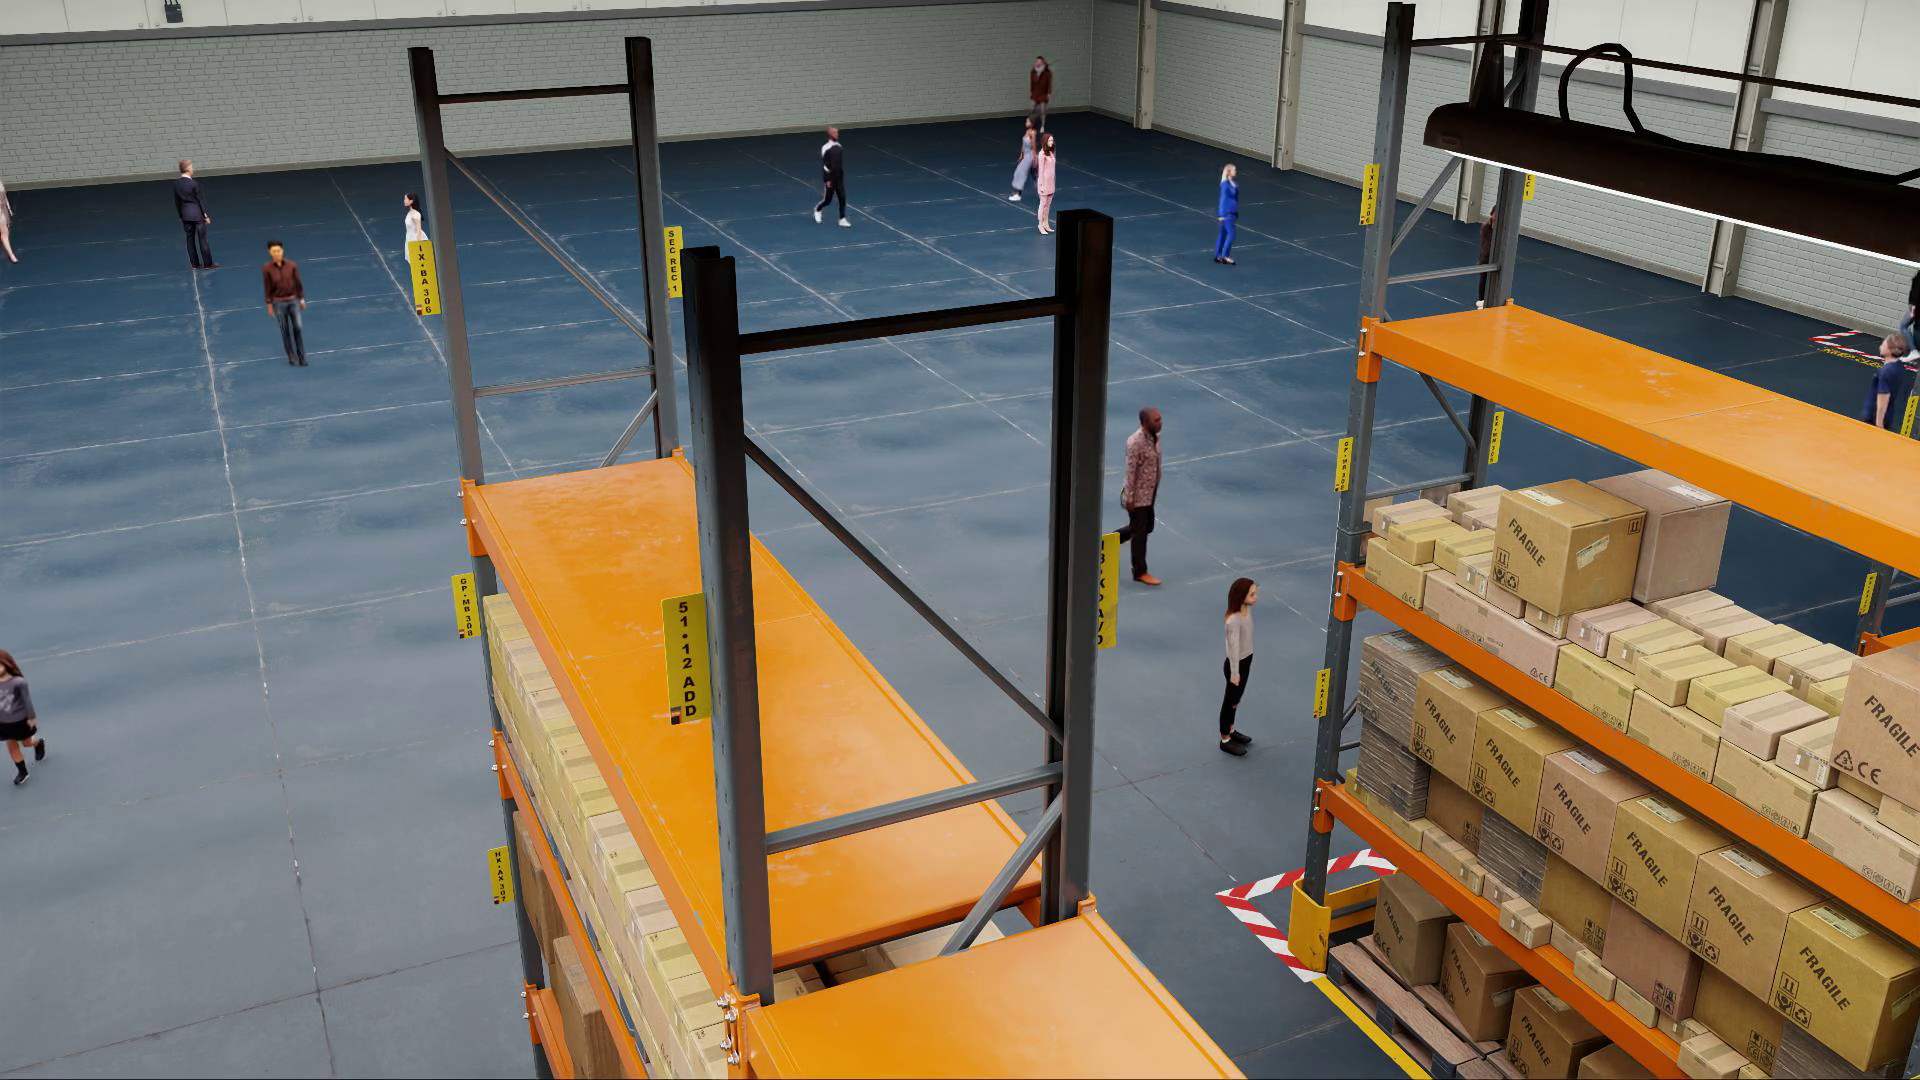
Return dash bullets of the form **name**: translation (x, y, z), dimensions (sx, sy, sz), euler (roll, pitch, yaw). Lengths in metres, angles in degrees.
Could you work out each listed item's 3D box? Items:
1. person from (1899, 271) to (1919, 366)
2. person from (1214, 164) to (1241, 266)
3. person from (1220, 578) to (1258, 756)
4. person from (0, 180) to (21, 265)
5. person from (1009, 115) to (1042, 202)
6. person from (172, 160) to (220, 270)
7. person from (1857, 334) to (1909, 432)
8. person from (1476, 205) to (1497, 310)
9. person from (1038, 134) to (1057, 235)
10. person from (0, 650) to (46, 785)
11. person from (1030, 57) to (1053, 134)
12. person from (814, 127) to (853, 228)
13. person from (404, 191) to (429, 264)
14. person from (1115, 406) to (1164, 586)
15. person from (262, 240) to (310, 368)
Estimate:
- **person**: translation (13.259, -3.189, 22.818), dimensions (0.552, 1.634, 0.591), euler (-11, 25, -24)
- **person**: translation (4.449, -5.532, 28.259), dimensions (0.825, 1.688, 0.775), euler (11, 26, 25)
- **person**: translation (2.197, 0.981, 13.203), dimensions (0.674, 1.485, 0.620), euler (9, 25, 20)
- **person**: translation (-16.420, -5.569, 28.294), dimensions (1.040, 1.728, 1.007), euler (7, 24, 16)
- **person**: translation (1.482, -7.583, 33.123), dimensions (0.836, 1.655, 1.132), euler (-4, 23, -9)
- **person**: translation (-12.892, -5.469, 27.951), dimensions (0.781, 1.813, 0.795), euler (4, 23, 8)
- **person**: translation (10.122, -1.316, 18.151), dimensions (0.900, 1.839, 1.211), euler (-21, 31, -40)
- **person**: translation (8.119, -4.310, 25.420), dimensions (0.645, 1.660, 0.694), euler (-5, 24, -11)
- **person**: translation (1.575, -6.535, 30.469), dimensions (0.696, 1.803, 0.689), euler (14, 27, 30)
- **person**: translation (-7.320, 1.332, 12.872), dimensions (0.584, 1.097, 0.706), euler (-2, 23, -5)
- **person**: translation (1.984, -10.879, 40.664), dimensions (0.900, 1.820, 0.958), euler (6, 24, 14)
- **person**: translation (-2.426, -6.770, 31.032), dimensions (0.875, 1.795, 1.183), euler (-20, 30, -39)
- **person**: translation (-8.392, -4.512, 25.750), dimensions (0.701, 1.775, 0.563), euler (-11, 26, -25)
- **person**: translation (1.682, -0.462, 16.215), dimensions (1.123, 1.784, 0.985), euler (16, 28, 32)
- **person**: translation (-9.273, -3.258, 22.827), dimensions (0.707, 1.755, 0.919), euler (-12, 26, -26)
